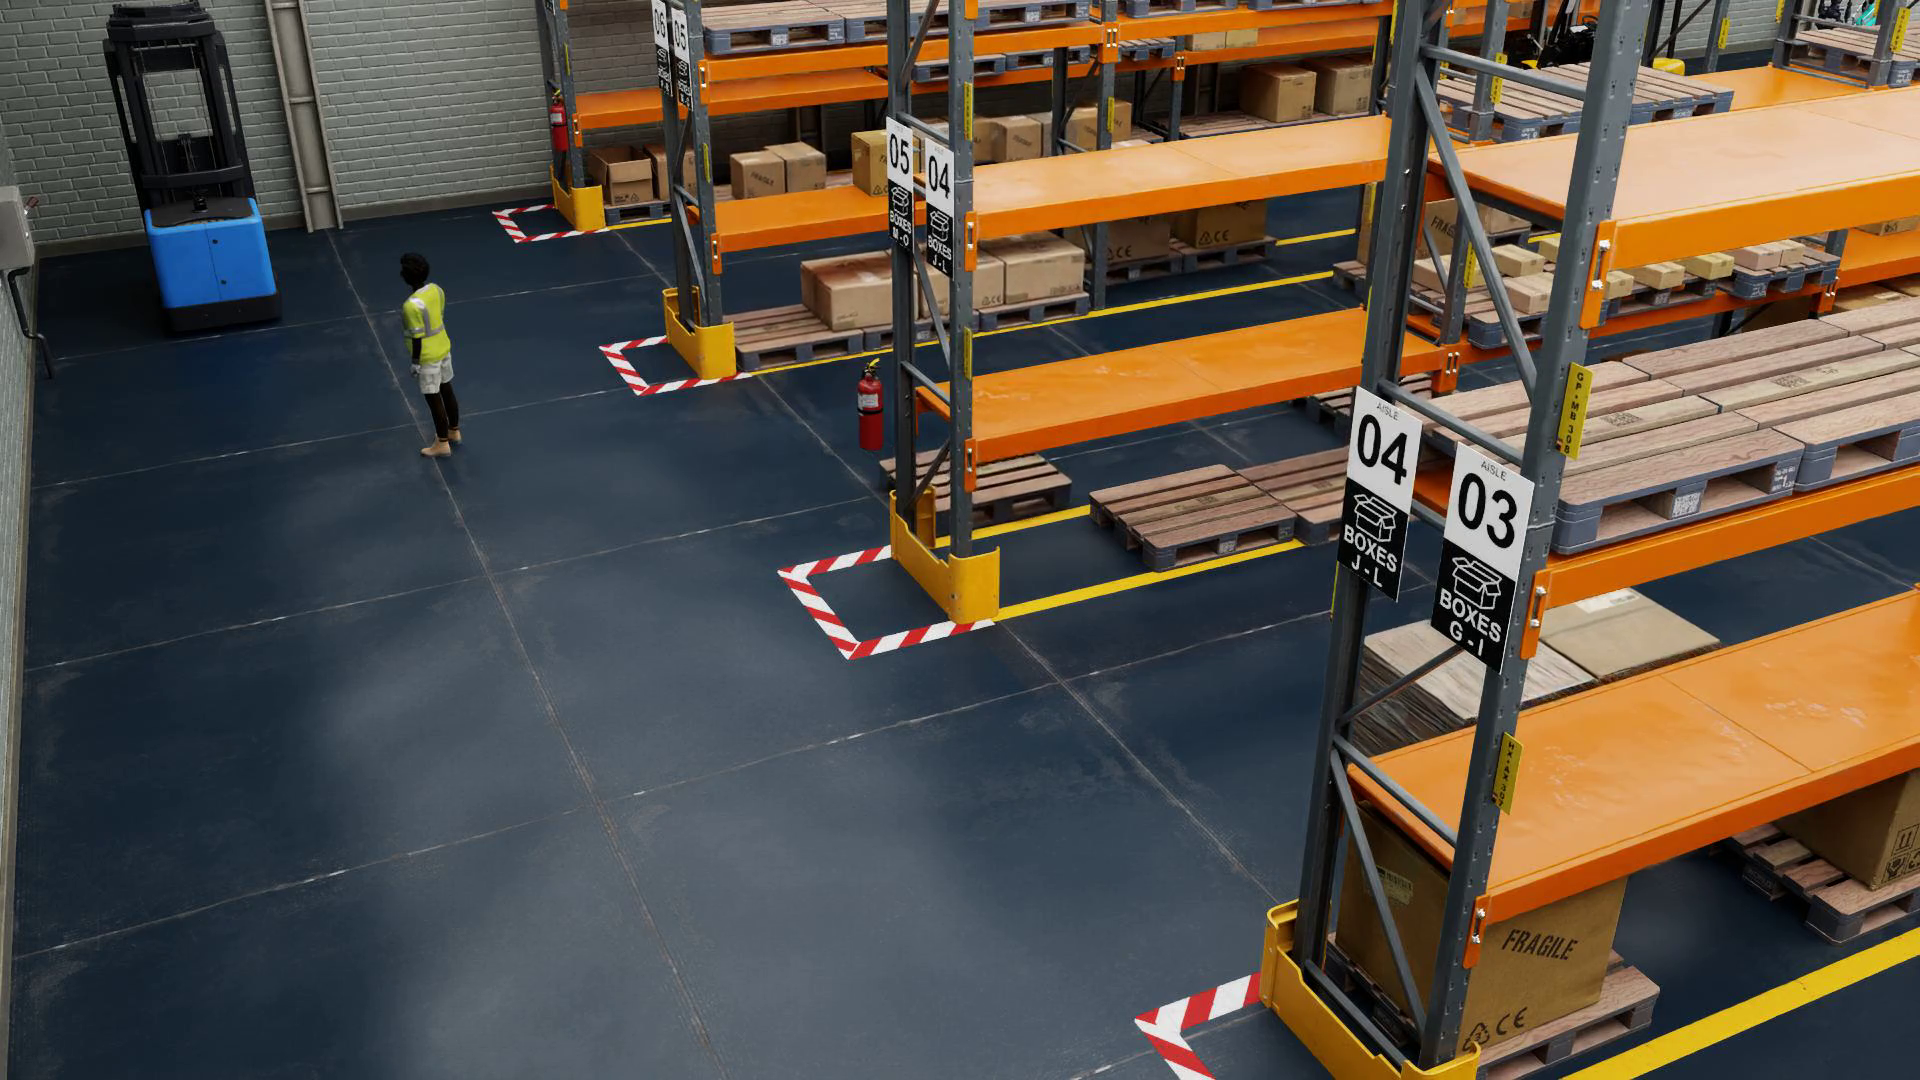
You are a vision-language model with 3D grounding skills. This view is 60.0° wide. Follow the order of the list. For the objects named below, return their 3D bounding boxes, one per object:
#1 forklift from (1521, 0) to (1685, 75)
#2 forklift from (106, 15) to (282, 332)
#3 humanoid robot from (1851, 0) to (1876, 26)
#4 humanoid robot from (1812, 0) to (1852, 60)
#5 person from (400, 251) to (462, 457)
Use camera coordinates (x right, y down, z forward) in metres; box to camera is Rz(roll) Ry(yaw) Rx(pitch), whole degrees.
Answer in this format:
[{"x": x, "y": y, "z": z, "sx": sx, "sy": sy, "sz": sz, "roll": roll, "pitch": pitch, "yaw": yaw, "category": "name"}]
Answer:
[{"x": 8.950, "y": -6.807, "z": 23.056, "sx": 1.214, "sy": 2.155, "sz": 2.313, "roll": -12, "pitch": 30, "yaw": -22, "category": "forklift"}, {"x": -7.548, "y": -3.672, "z": 16.323, "sx": 1.129, "sy": 2.768, "sz": 1.873, "roll": -12, "pitch": 30, "yaw": -22, "category": "forklift"}, {"x": 14.727, "y": -8.647, "z": 26.923, "sx": 0.735, "sy": 1.677, "sz": 0.533, "roll": -12, "pitch": 30, "yaw": -22, "category": "humanoid robot"}, {"x": 13.865, "y": -8.303, "z": 26.458, "sx": 0.315, "sy": 1.657, "sz": 0.599, "roll": -12, "pitch": 30, "yaw": -22, "category": "humanoid robot"}, {"x": -4.287, "y": -1.497, "z": 13.418, "sx": 0.318, "sy": 1.696, "sz": 0.534, "roll": 3, "pitch": 28, "yaw": 6, "category": "person"}]
